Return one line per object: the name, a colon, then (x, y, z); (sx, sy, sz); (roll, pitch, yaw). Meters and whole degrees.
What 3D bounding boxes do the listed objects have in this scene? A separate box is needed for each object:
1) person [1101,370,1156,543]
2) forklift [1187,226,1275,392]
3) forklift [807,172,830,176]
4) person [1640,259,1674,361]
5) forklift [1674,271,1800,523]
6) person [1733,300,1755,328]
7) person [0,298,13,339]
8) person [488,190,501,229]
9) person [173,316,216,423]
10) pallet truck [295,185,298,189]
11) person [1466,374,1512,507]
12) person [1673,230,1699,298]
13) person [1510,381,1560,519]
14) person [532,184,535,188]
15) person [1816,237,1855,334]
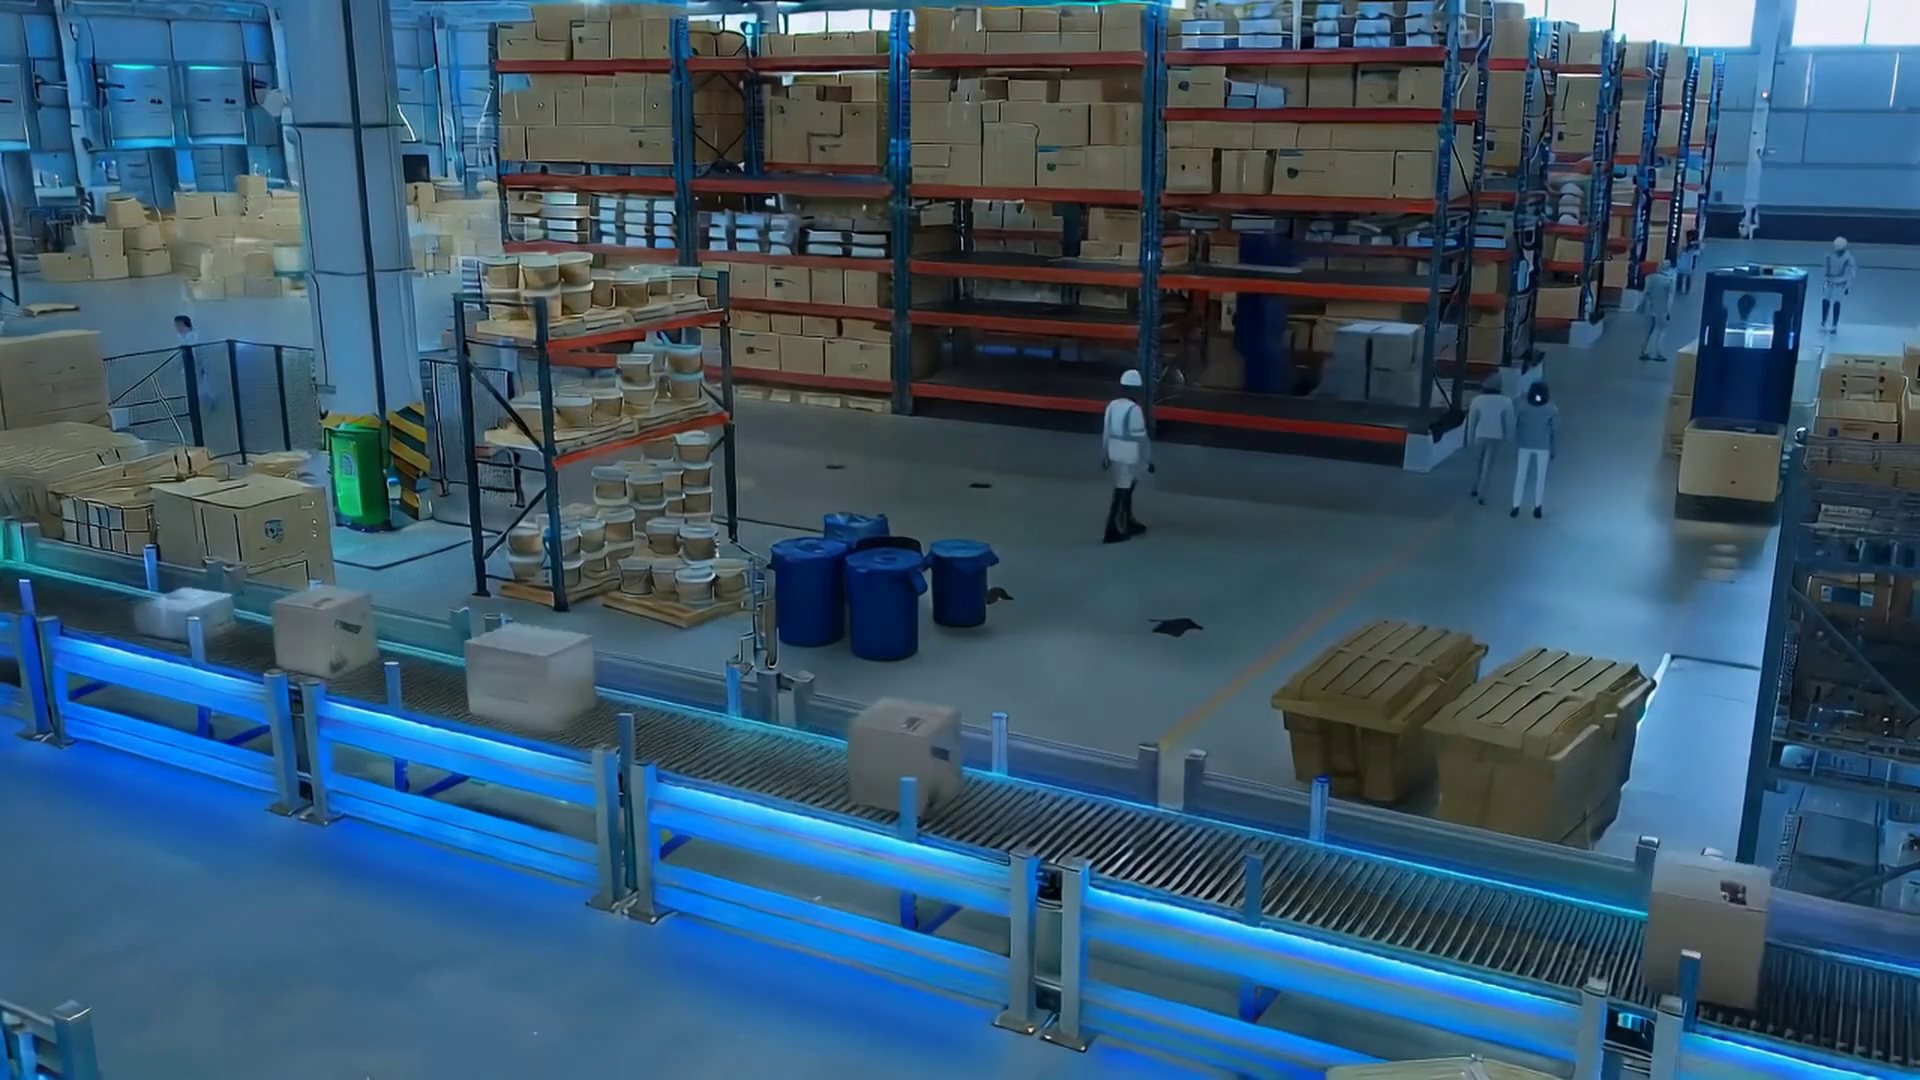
person: (1.906, -0.933, 18.462); (0.785, 1.905, 0.558); (-7, 16, -25)
forklift: (4.694, -3.625, 26.727); (1.873, 2.768, 1.129); (8, 17, 28)
forklift: (-5.198, -12.865, 61.463); (1.129, 2.768, 1.873); (8, 17, 28)
person: (13.092, -4.300, 31.150); (0.399, 1.900, 0.643); (-7, 16, -23)
forklift: (9.269, -1.763, 19.726); (1.129, 2.768, 1.873); (8, 17, 27)
person: (12.612, -3.038, 26.827); (0.698, 1.678, 0.541); (-1, 15, -3)
person: (-15.515, -3.104, 26.904); (0.524, 1.768, 0.317); (3, 15, 11)
person: (-15.232, -10.494, 54.466); (0.644, 1.891, 1.005); (12, 19, 39)
person: (-11.693, -2.617, 25.356); (0.521, 1.619, 0.643); (10, 18, 33)
pallet truck: (-26.804, -14.617, 69.738); (1.885, 1.965, 0.823); (-14, 20, -42)
person: (6.416, -1.230, 20.221); (0.492, 1.576, 0.878); (6, 16, 22)
person: (17.828, -6.782, 40.901); (0.540, 1.679, 0.576); (8, 17, 29)
person: (6.717, -1.057, 19.459); (0.507, 1.632, 0.268); (5, 16, 18)
person: (-17.021, -13.484, 66.074); (0.533, 1.691, 0.321); (3, 15, 11)
person: (18.204, -5.280, 34.604); (0.607, 2.025, 0.609); (14, 20, 42)
